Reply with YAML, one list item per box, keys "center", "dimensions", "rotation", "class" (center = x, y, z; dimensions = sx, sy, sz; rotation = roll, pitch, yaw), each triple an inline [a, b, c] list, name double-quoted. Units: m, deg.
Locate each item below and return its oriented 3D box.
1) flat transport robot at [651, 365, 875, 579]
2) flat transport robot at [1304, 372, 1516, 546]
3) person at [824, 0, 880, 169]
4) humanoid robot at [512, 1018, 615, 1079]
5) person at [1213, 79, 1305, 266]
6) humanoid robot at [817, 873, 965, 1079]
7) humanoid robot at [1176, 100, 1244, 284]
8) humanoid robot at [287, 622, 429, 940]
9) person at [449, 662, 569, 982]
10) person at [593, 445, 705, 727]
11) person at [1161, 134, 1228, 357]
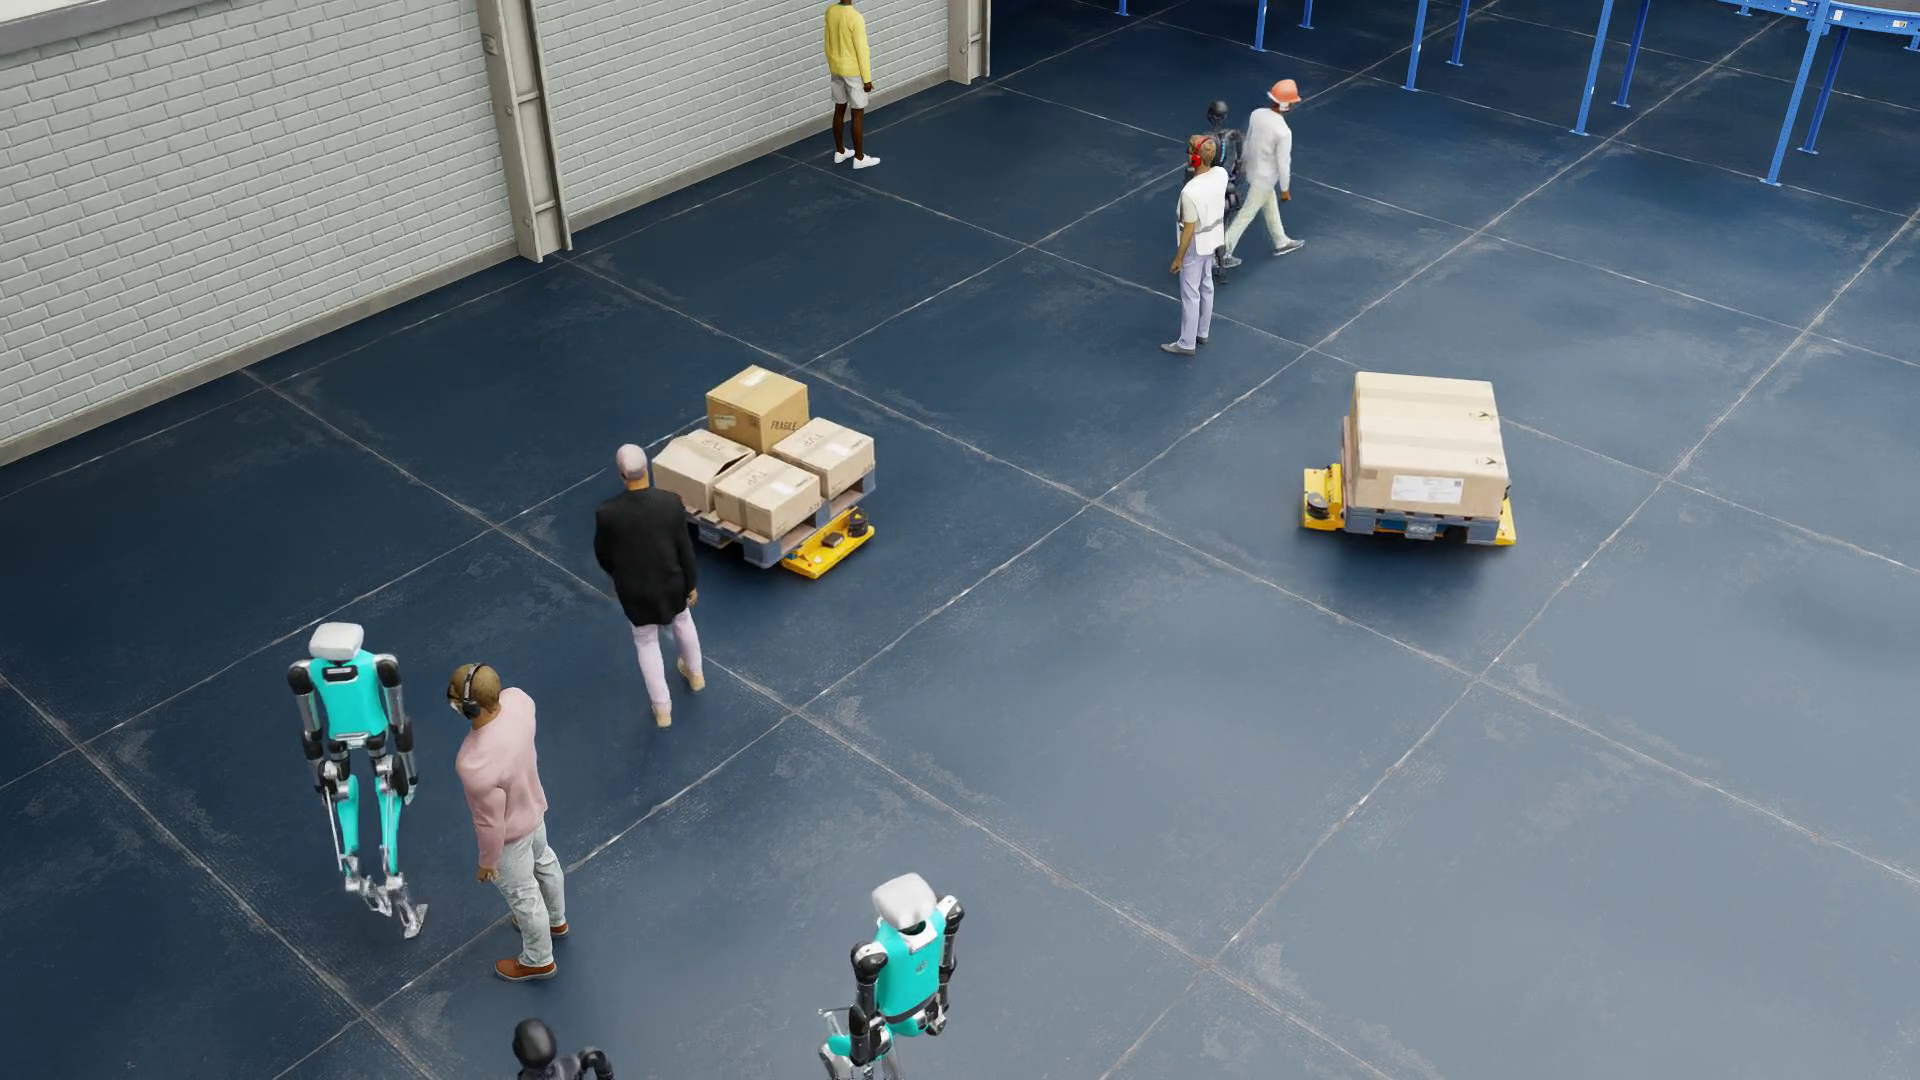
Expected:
- center: [-1.364, -0.185, 11.647]
  dimensions: [1.431, 0.231, 0.659]
  rotation: [22, 41, 28]
  class: "flat transport robot"
- center: [3.169, -0.274, 11.772]
  dimensions: [1.431, 0.231, 0.659]
  rotation: [5, 36, 8]
  class: "flat transport robot"
- center: [-1.096, -4.634, 16.490]
  dimensions: [0.552, 1.899, 0.373]
  rotation: [27, 43, 32]
  class: "person"
- center: [-1.593, 2.483, 6.682]
  dimensions: [0.602, 1.646, 0.341]
  rotation: [-23, 41, -29]
  class: "humanoid robot"
- center: [2.704, -3.239, 14.702]
  dimensions: [0.944, 1.689, 0.574]
  rotation: [-10, 37, -14]
  class: "person"
- center: [-0.364, 2.022, 7.274]
  dimensions: [0.542, 1.760, 0.703]
  rotation: [-26, 43, -31]
  class: "humanoid robot"
- center: [2.176, -2.997, 14.384]
  dimensions: [0.610, 1.639, 0.310]
  rotation: [-13, 38, -18]
  class: "humanoid robot"
- center: [-2.978, 1.307, 8.284]
  dimensions: [0.530, 1.750, 0.795]
  rotation: [-5, 36, -7]
  class: "humanoid robot"
- center: [-2.187, 1.360, 8.040]
  dimensions: [0.373, 1.940, 0.626]
  rotation: [4, 36, 6]
  class: "person"
- center: [-1.810, 0.251, 9.687]
  dimensions: [0.552, 1.826, 0.608]
  rotation: [-11, 37, -15]
  class: "person"
- center: [1.902, -2.343, 13.317]
  dimensions: [0.389, 1.847, 0.562]
  rotation: [23, 42, 29]
  class: "person"
